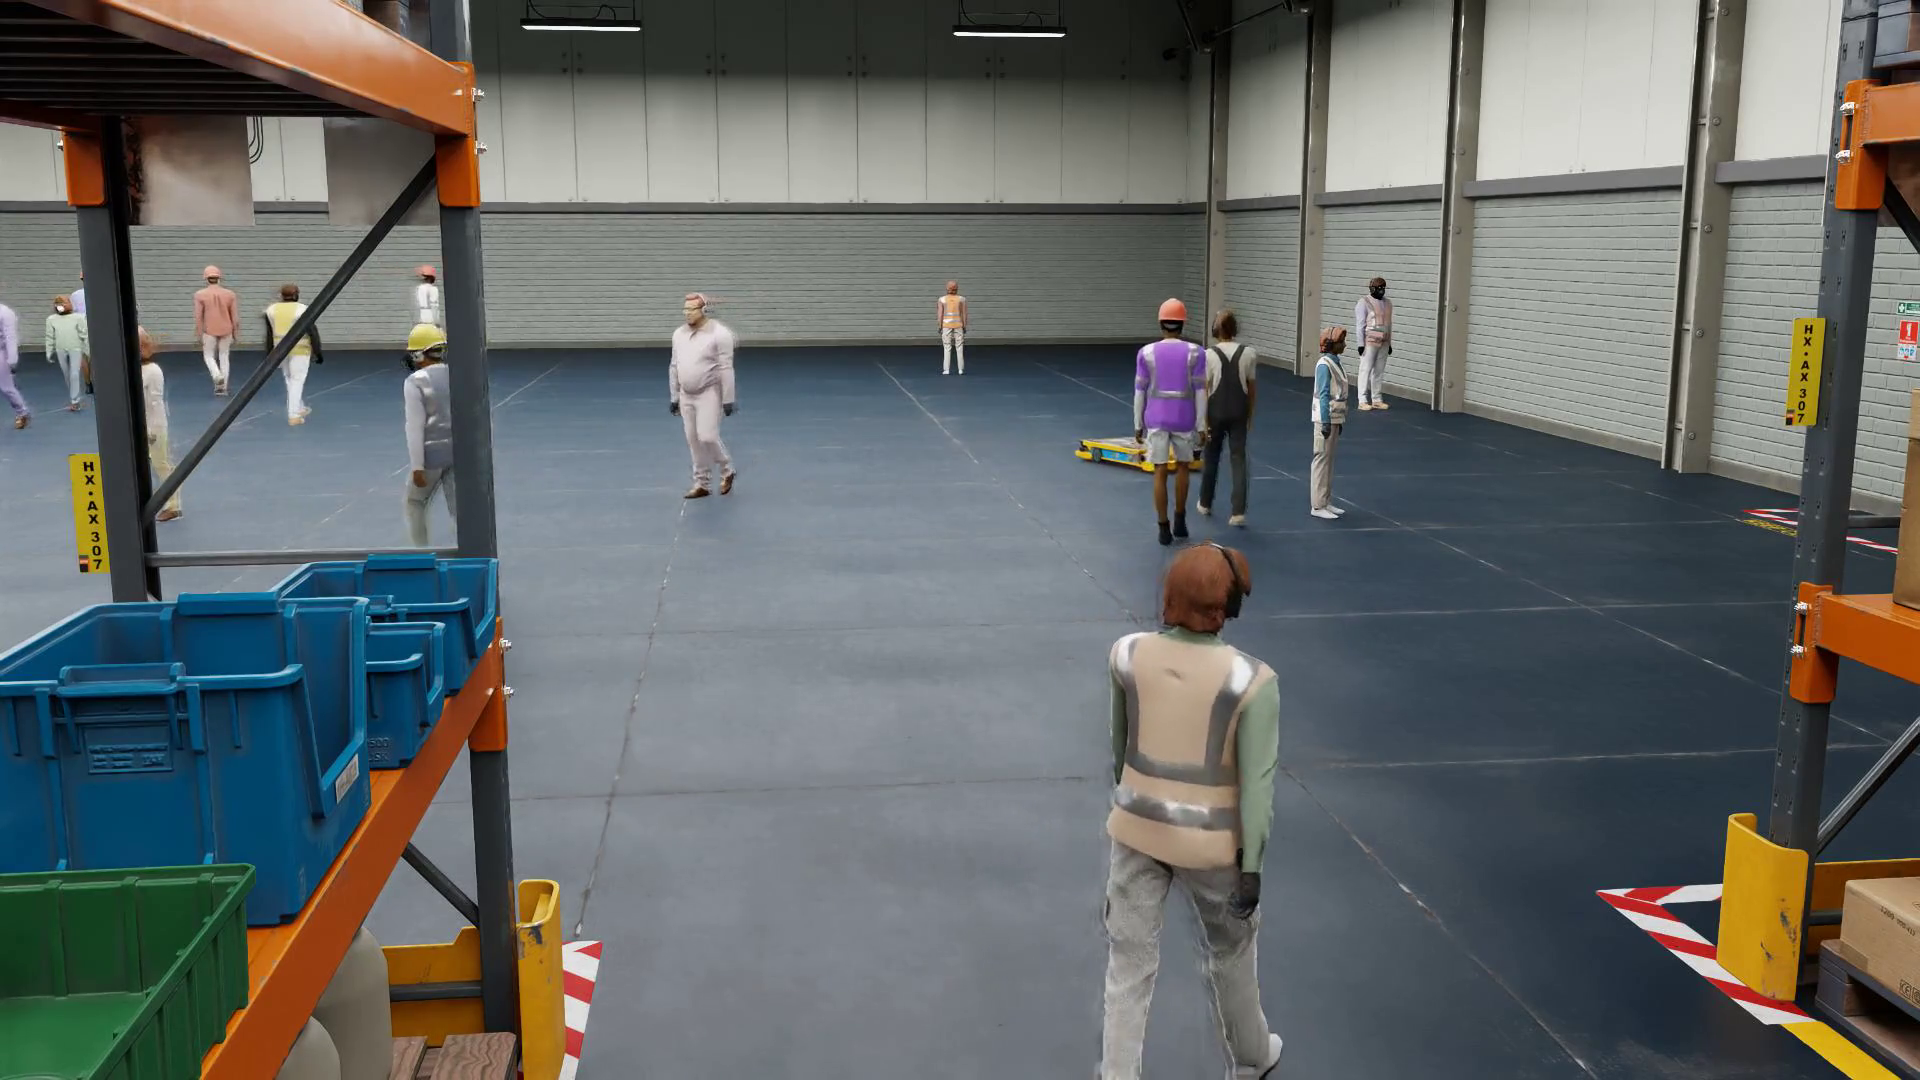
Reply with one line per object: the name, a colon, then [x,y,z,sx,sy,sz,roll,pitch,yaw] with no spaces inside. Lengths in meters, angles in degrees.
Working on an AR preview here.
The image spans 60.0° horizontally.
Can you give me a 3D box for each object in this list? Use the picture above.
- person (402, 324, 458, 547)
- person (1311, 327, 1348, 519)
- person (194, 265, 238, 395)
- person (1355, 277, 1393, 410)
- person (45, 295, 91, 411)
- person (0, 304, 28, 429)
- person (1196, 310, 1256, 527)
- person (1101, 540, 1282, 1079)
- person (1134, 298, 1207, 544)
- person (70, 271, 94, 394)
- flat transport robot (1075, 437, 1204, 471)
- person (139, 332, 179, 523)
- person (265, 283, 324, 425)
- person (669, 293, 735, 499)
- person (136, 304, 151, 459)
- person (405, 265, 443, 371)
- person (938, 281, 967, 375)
person: [-3.647,-0.582,11.511,0.678,1.808,0.610,7,12,34]
person: [3.173,-1.008,14.300,0.308,1.641,0.514,4,11,23]
person: [-11.239,-3.164,25.187,0.620,1.978,0.532,-8,13,-38]
person: [5.796,-2.733,23.203,0.633,1.843,0.429,-6,12,-31]
person: [-12.287,-2.555,22.848,0.533,1.602,0.752,-1,10,-8]
person: [-11.889,-2.246,20.452,0.651,1.879,0.892,0,10,-1]
person: [2.240,-1.027,14.005,0.515,1.798,0.987,0,10,-2]
person: [0.637,0.798,4.501,0.532,1.603,0.807,6,12,30]
person: [1.668,-0.952,13.229,0.571,1.913,0.780,1,10,6]
person: [-13.301,-3.201,25.512,0.547,1.934,0.376,1,10,3]
flat transport robot: [1.891,-0.923,17.584,0.652,0.197,1.431,-6,12,-30]
person: [-6.869,-0.928,13.936,0.513,1.614,0.565,6,12,31]
person: [-8.592,-2.423,21.616,0.637,1.802,0.924,2,10,8]
person: [-2.395,-1.312,15.272,0.642,1.896,0.417,6,12,31]
person: [-8.938,-1.743,18.004,0.327,1.761,0.524,-9,14,-42]
person: [-9.455,-3.910,29.458,0.549,1.918,0.757,8,13,38]
person: [-0.134,-3.697,29.037,0.515,1.642,0.314,-1,10,-5]
